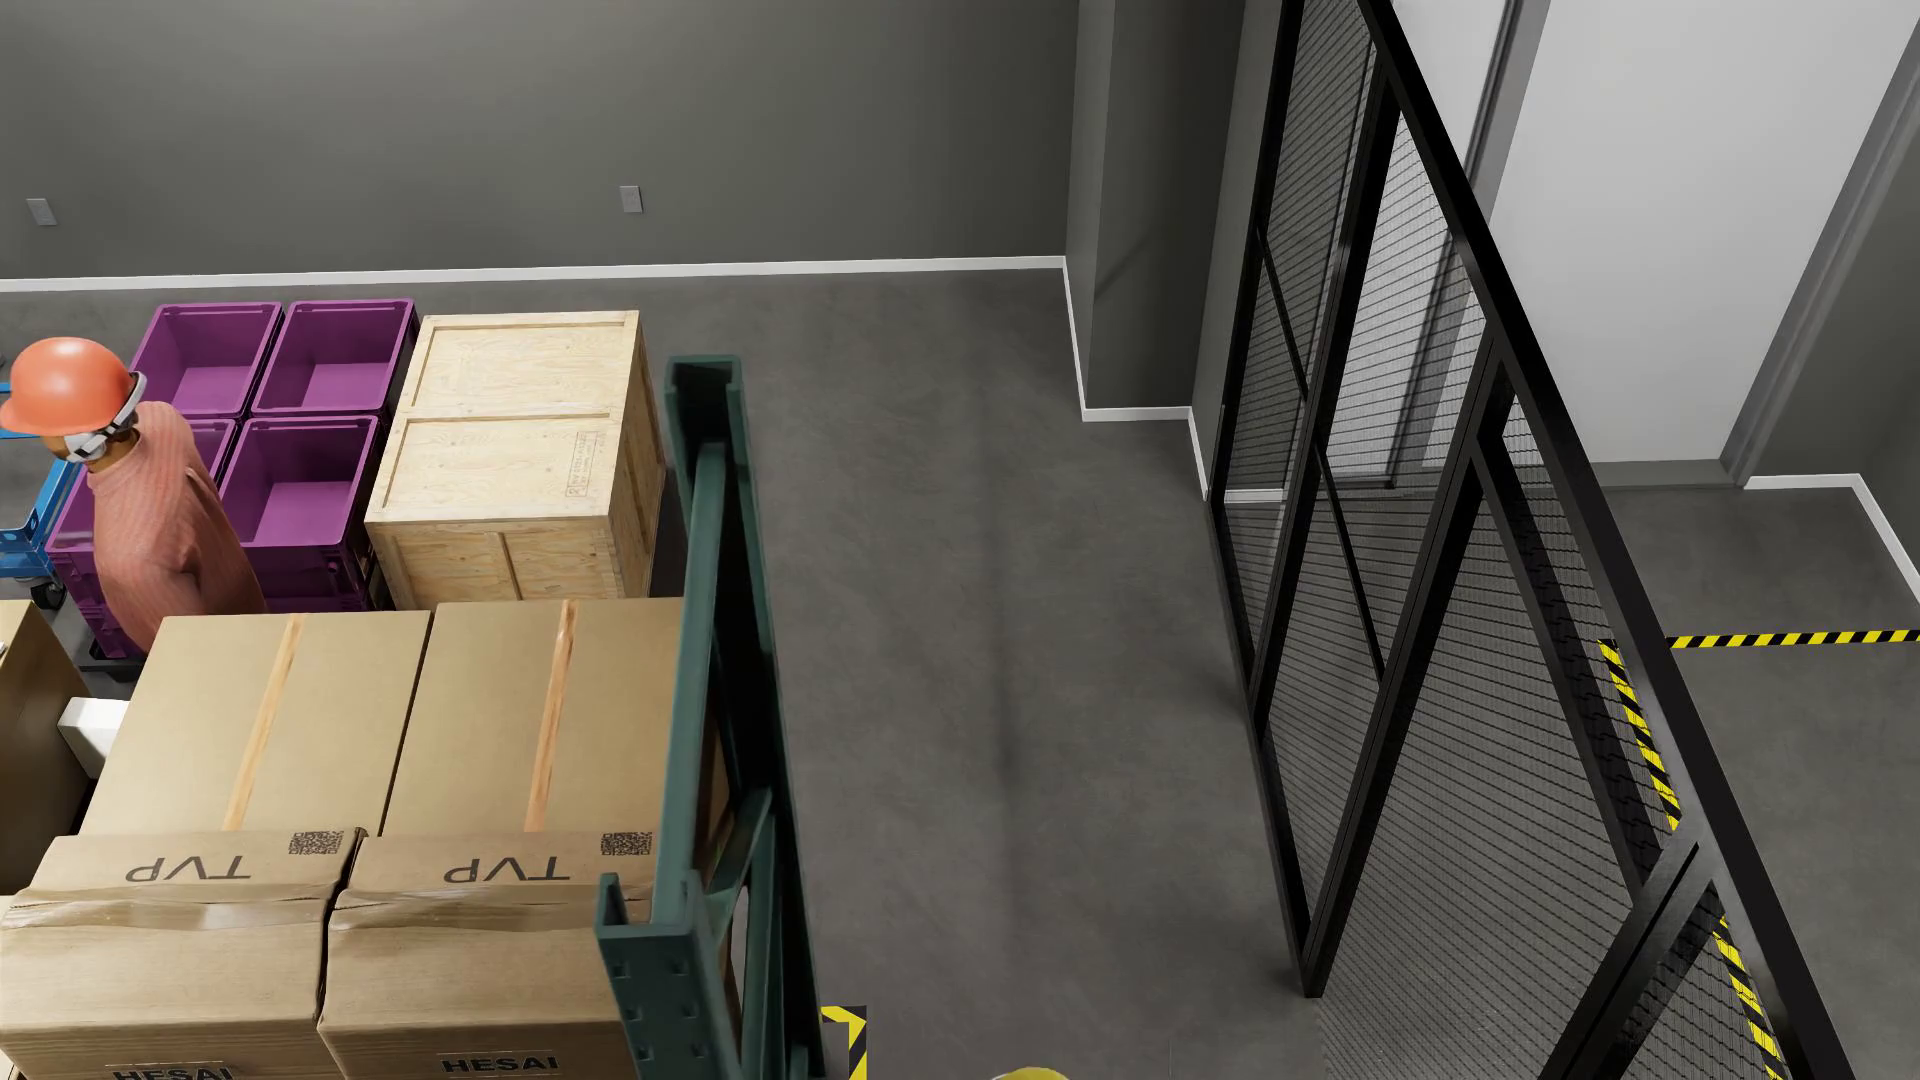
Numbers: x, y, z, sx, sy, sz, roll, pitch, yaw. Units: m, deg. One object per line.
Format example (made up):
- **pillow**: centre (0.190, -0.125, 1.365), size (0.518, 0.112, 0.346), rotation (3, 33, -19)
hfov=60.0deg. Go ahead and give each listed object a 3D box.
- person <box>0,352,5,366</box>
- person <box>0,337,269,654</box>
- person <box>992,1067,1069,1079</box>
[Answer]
- **person**: centre (-4.030, -1.276, 5.975), size (0.369, 1.938, 0.630), rotation (-2, 46, -2)
- **person**: centre (-2.041, 0.253, 4.477), size (0.382, 1.995, 0.612), rotation (-12, 48, -11)
- **person**: centre (0.129, 1.558, 3.337), size (0.600, 1.836, 0.404), rotation (-11, 47, -10)
